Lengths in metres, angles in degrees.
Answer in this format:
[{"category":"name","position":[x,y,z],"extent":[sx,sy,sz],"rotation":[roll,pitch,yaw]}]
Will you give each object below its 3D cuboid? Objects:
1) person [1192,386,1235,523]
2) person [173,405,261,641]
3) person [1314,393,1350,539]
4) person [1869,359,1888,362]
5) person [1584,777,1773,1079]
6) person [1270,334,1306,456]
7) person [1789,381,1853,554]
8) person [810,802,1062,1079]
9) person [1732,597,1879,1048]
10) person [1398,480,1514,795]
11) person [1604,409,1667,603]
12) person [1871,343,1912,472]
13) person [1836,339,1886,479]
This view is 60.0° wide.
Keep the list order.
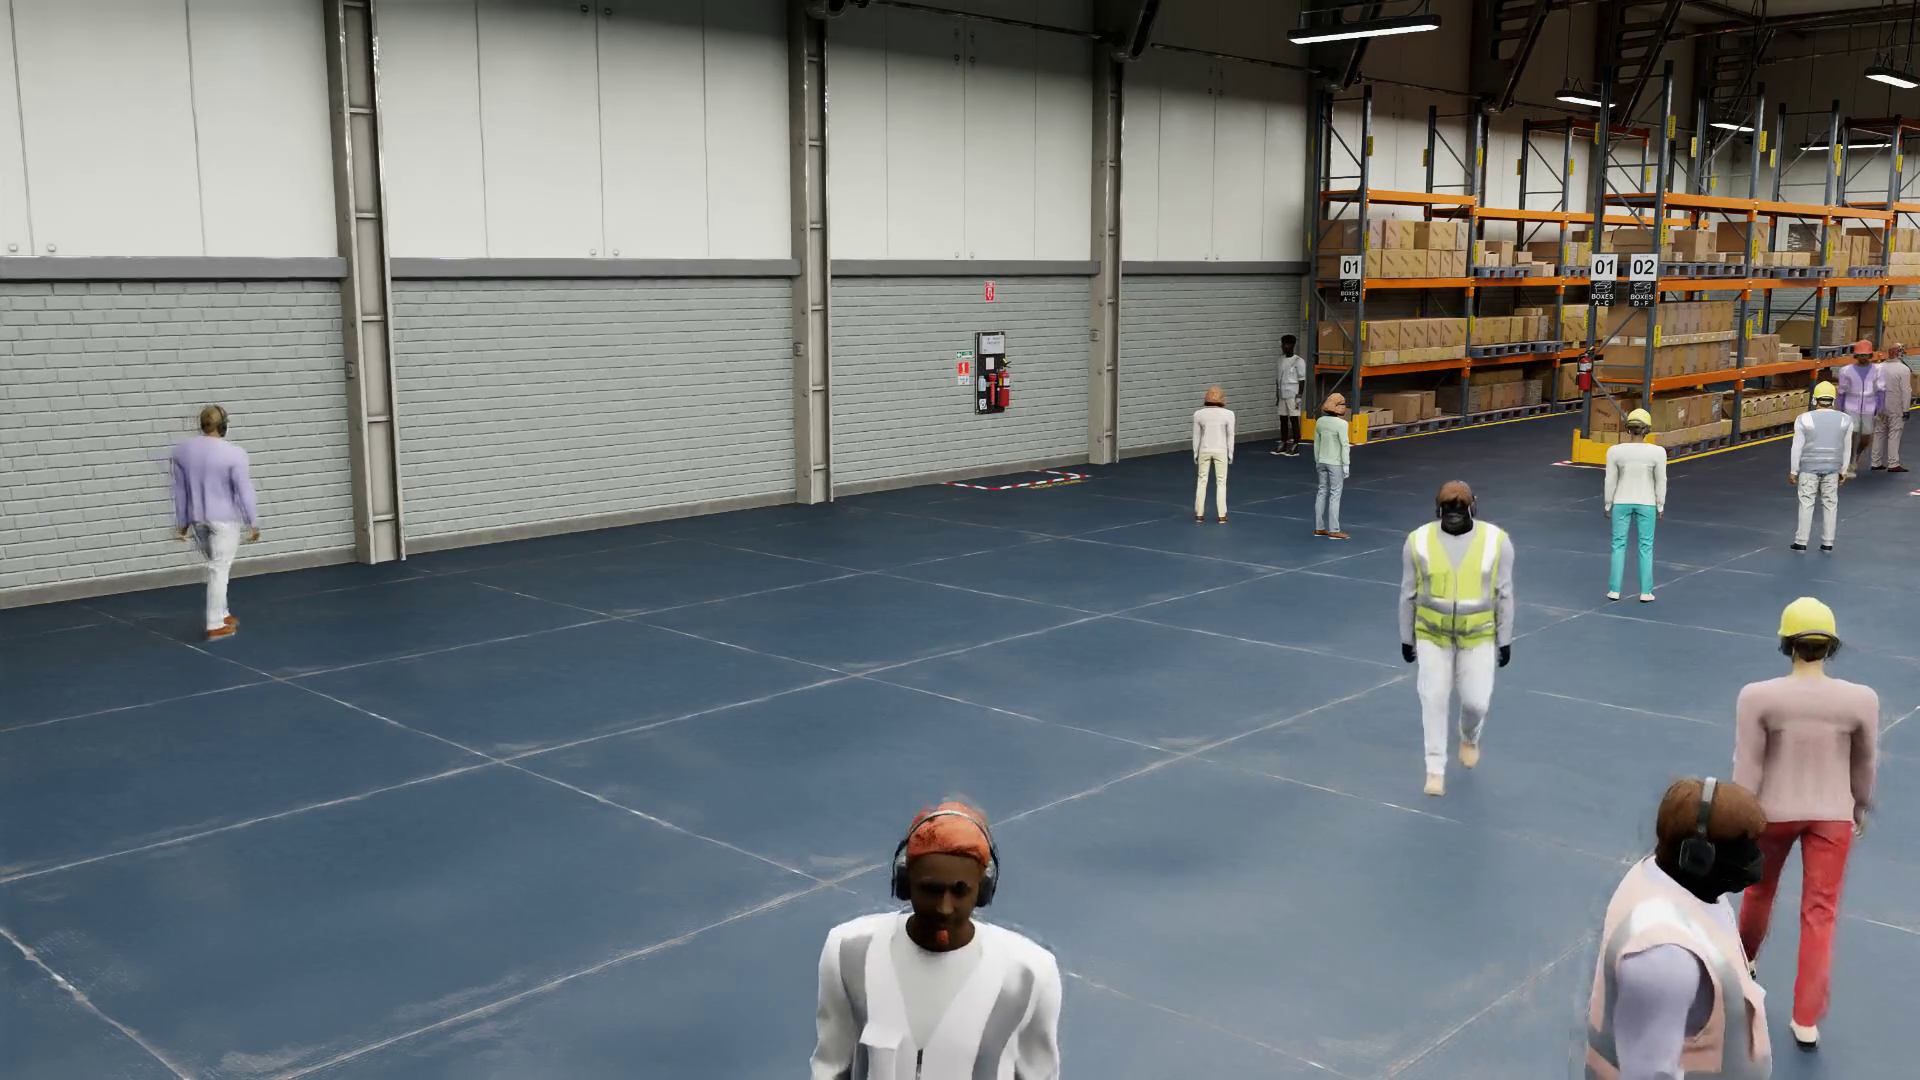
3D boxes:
[{"category":"person","position":[3.016,-1.016,19.827],"extent":[0.498,1.627,0.298],"rotation":[3,10,18]},{"category":"person","position":[-6.067,-0.157,13.692],"extent":[0.655,1.910,0.737],"rotation":[2,10,12]},{"category":"person","position":[4.177,-0.831,18.654],"extent":[0.265,1.632,0.508],"rotation":[-5,11,-30]},{"category":"person","position":[21.878,-4.251,39.564],"extent":[0.503,1.616,0.605],"rotation":[-1,9,-4]},{"category":"person","position":[1.876,1.463,4.169],"extent":[0.940,1.791,0.640],"rotation":[4,10,21]},{"category":"person","position":[5.297,-2.329,26.775],"extent":[0.369,1.965,0.608],"rotation":[-5,11,-30]},{"category":"person","position":[9.105,-0.763,17.636],"extent":[0.595,1.832,0.404],"rotation":[1,9,7]},{"category":"person","position":[-0.042,1.478,3.949],"extent":[0.587,1.845,0.956],"rotation":[2,10,15]},{"category":"person","position":[3.388,1.084,6.724],"extent":[0.530,1.722,0.909],"rotation":[3,10,20]},{"category":"person","position":[2.871,0.549,9.659],"extent":[0.646,1.827,0.528],"rotation":[3,10,19]},{"category":"person","position":[6.122,-0.309,15.103],"extent":[0.523,1.760,0.327],"rotation":[4,10,25]},{"category":"person","position":[13.878,-1.967,24.750],"extent":[0.407,1.910,0.638],"rotation":[-3,10,-19]},{"category":"person","position":[12.986,-1.894,24.004],"extent":[0.636,2.018,0.702],"rotation":[3,10,19]}]
